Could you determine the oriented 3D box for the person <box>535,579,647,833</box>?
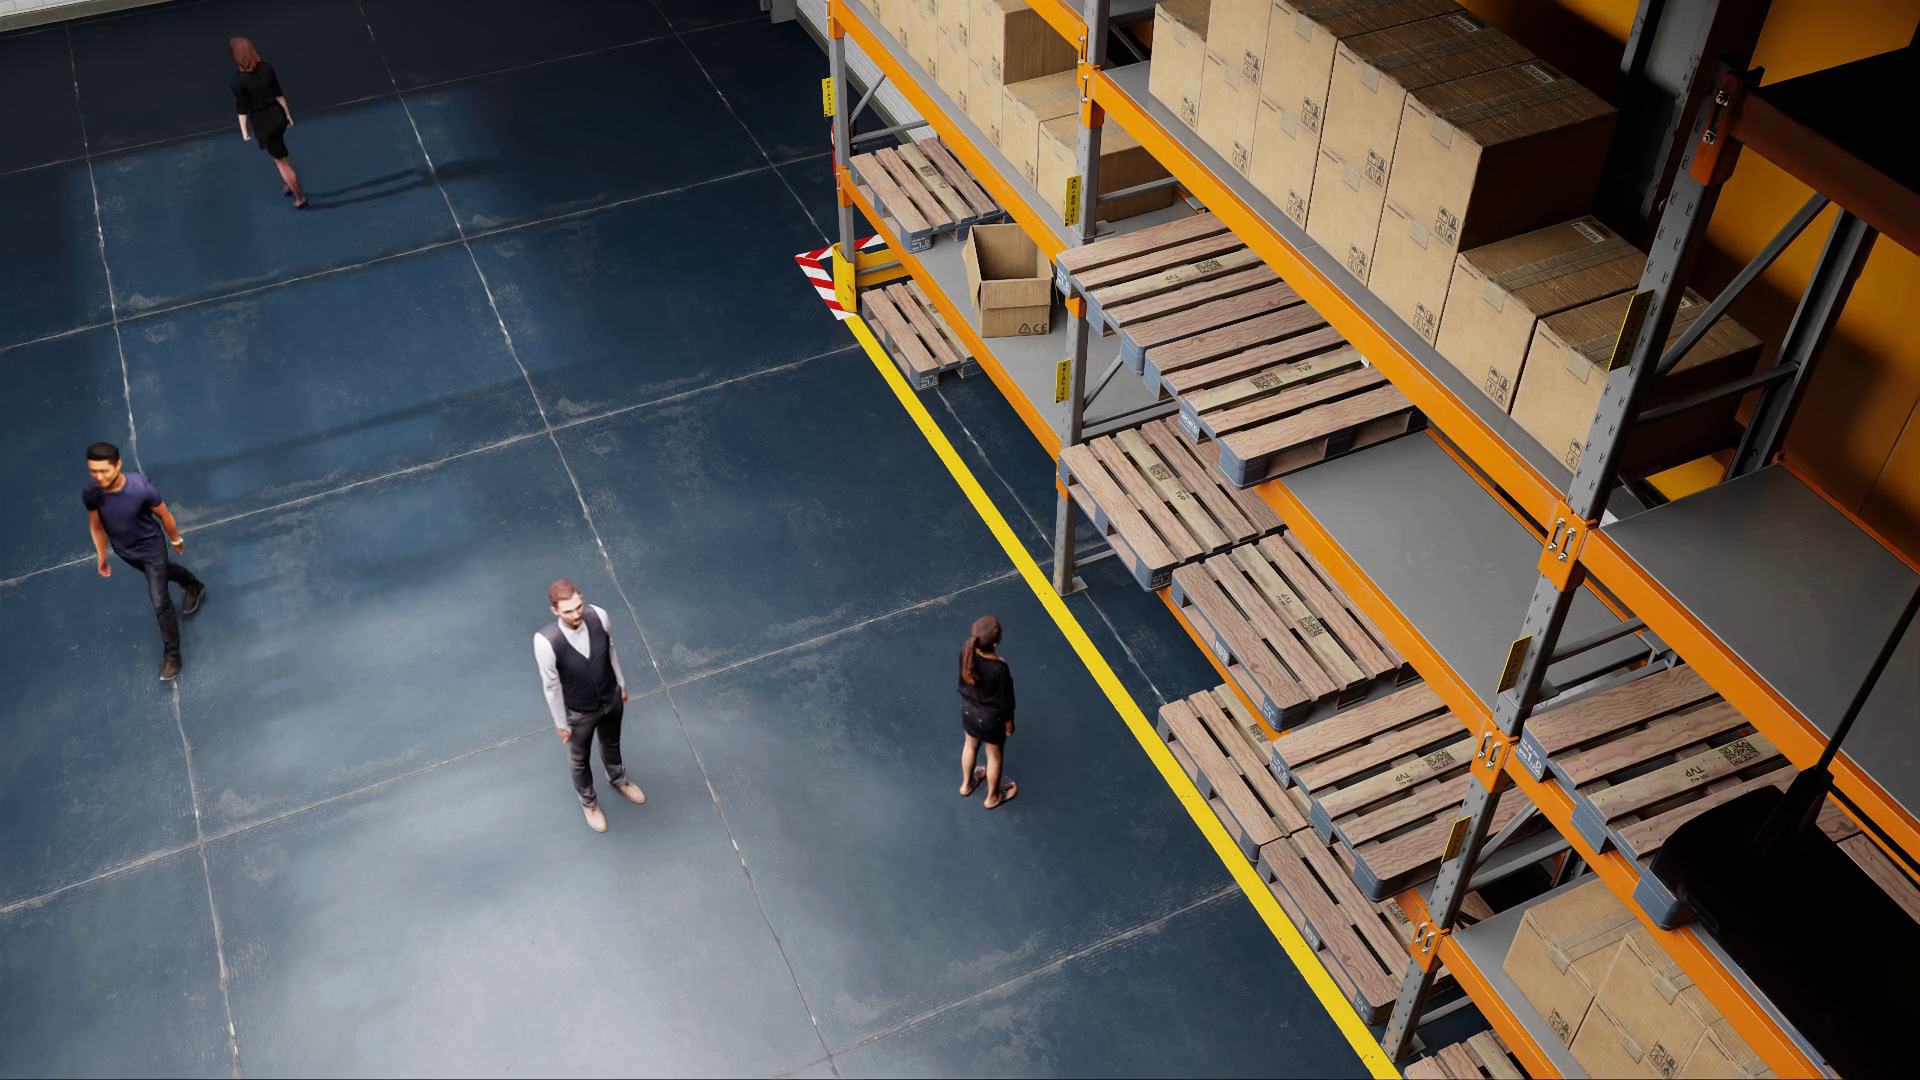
[{"bbox_3d":[-2.215,0.939,9.903,0.730,1.938,0.678,-34,53,-30],"label":"person"}]

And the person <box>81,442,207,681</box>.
[{"bbox_3d":[-5.397,-0.012,11.040,1.030,1.747,1.251,3,44,3],"label":"person"}]

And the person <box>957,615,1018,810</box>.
[{"bbox_3d":[0.148,1.030,10.085,0.606,1.555,0.694,27,50,26],"label":"person"}]

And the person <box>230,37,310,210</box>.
[{"bbox_3d":[-6.142,-3.698,14.950,0.788,1.691,0.738,23,48,22],"label":"person"}]
